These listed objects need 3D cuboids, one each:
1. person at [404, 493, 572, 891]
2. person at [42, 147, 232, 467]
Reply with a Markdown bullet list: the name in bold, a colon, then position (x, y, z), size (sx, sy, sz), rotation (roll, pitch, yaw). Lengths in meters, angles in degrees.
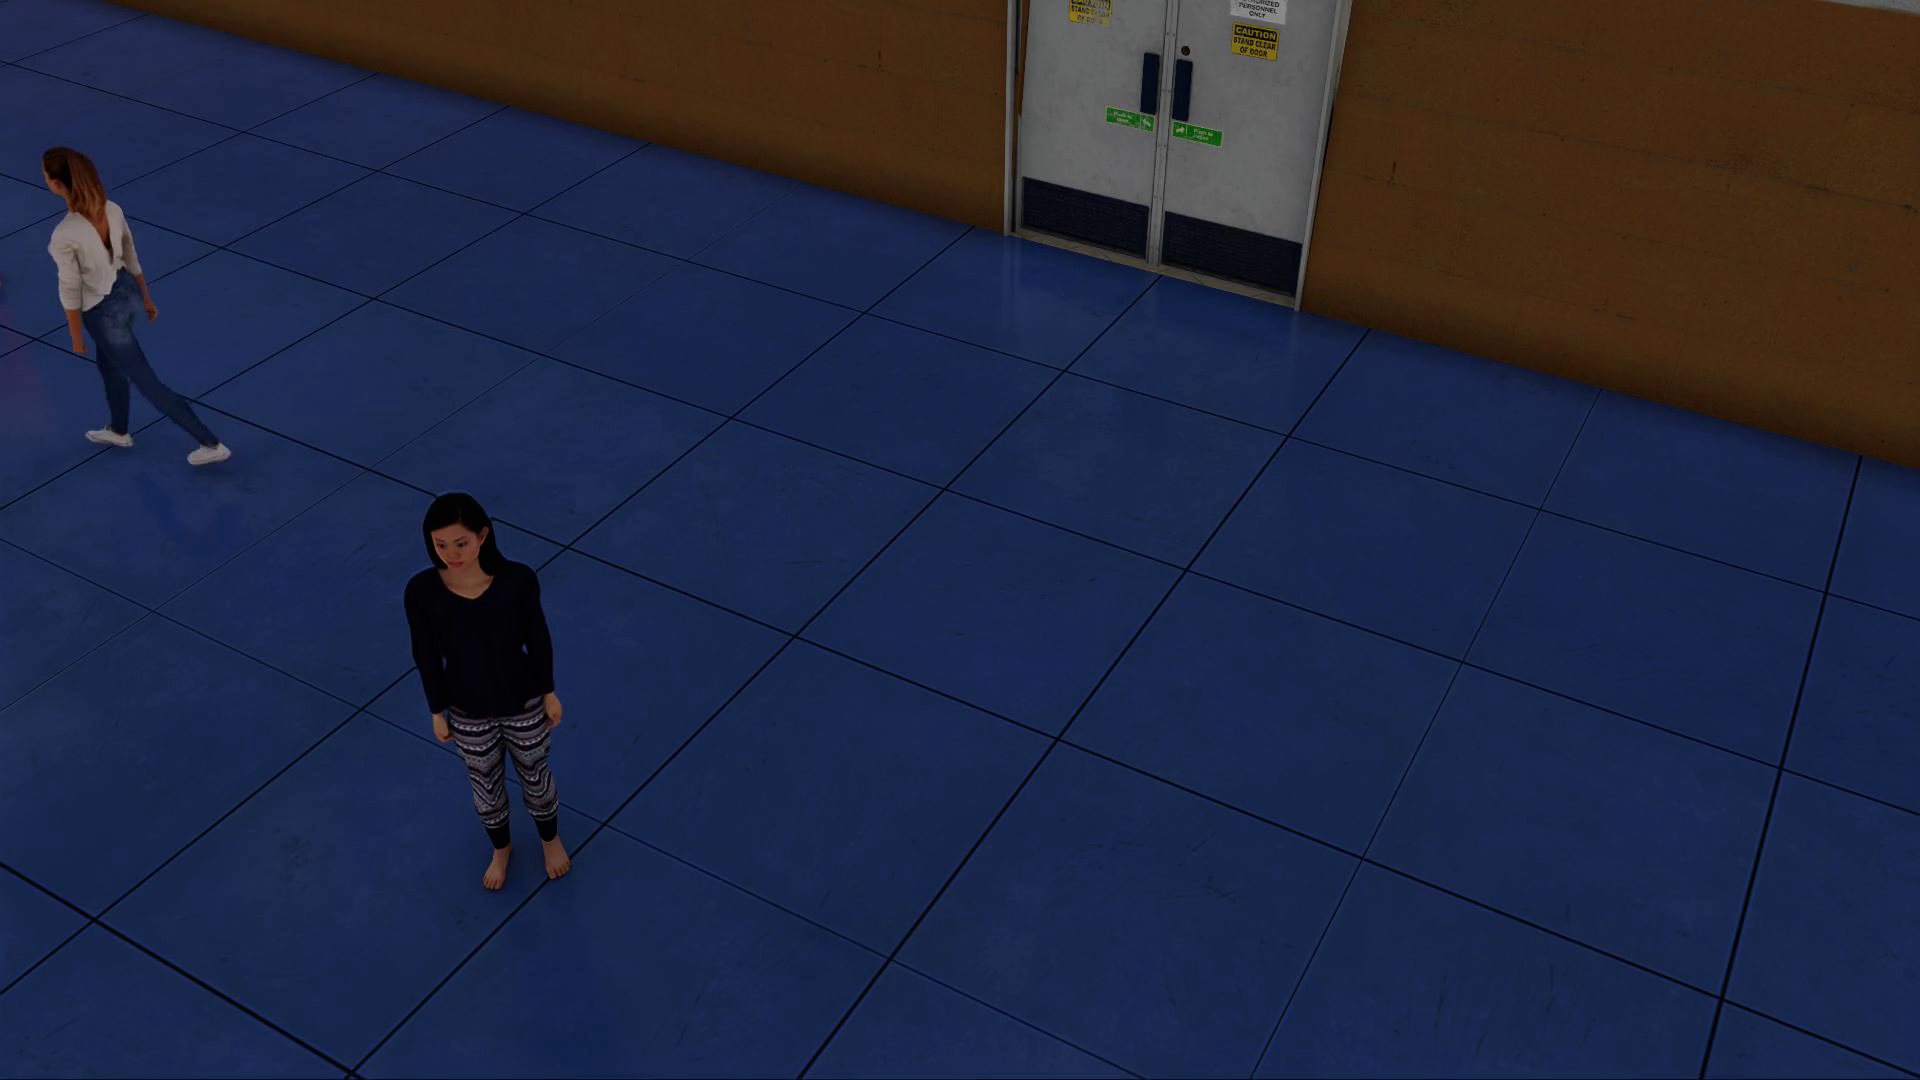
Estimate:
- **person**: position (-1.656, 0.544, 5.924), size (0.677, 1.734, 0.732), rotation (-8, 38, -11)
- **person**: position (-4.053, -1.066, 8.114), size (0.923, 1.679, 1.127), rotation (7, 38, 10)
